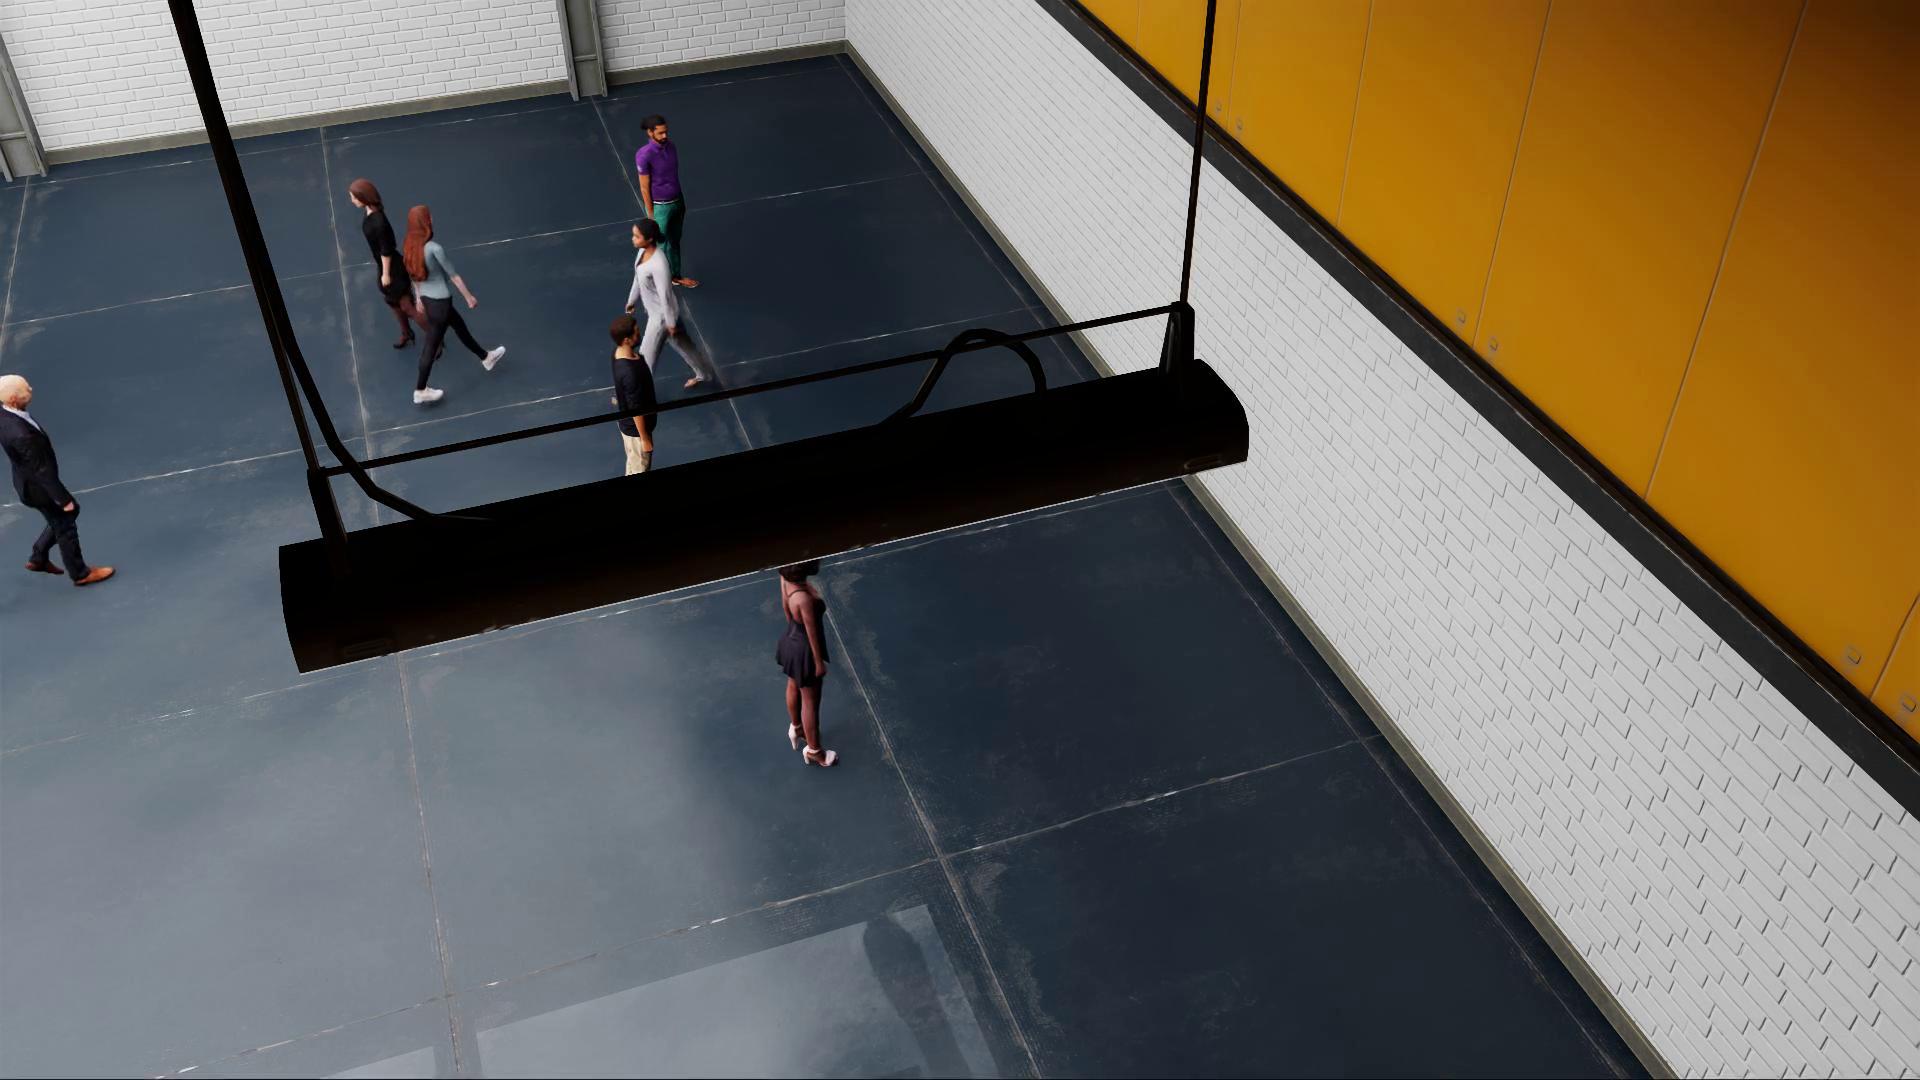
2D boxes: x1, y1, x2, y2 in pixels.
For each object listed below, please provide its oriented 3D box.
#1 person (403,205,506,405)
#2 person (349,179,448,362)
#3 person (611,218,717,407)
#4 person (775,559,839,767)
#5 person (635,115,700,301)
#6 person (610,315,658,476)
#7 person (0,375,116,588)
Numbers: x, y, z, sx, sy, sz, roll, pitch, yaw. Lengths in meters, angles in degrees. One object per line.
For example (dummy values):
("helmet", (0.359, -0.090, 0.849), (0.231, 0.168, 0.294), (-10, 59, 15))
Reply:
("person", (-4.428, -1.903, 13.895), (0.992, 1.676, 1.260), (29, 47, 31))
("person", (-4.945, -2.361, 14.455), (0.741, 1.693, 0.782), (-19, 42, -22))
("person", (-2.421, -1.926, 13.914), (1.146, 1.688, 0.638), (-12, 40, -15))
("person", (-0.998, 0.707, 10.538), (0.592, 1.787, 0.597), (-18, 42, -21))
("person", (-2.729, -3.081, 15.296), (0.774, 1.768, 0.689), (22, 43, 25))
("person", (-2.430, -0.856, 12.444), (0.549, 1.851, 0.637), (-11, 40, -14))
("person", (-6.643, -0.358, 11.872), (0.859, 1.786, 0.790), (-24, 44, -27))
